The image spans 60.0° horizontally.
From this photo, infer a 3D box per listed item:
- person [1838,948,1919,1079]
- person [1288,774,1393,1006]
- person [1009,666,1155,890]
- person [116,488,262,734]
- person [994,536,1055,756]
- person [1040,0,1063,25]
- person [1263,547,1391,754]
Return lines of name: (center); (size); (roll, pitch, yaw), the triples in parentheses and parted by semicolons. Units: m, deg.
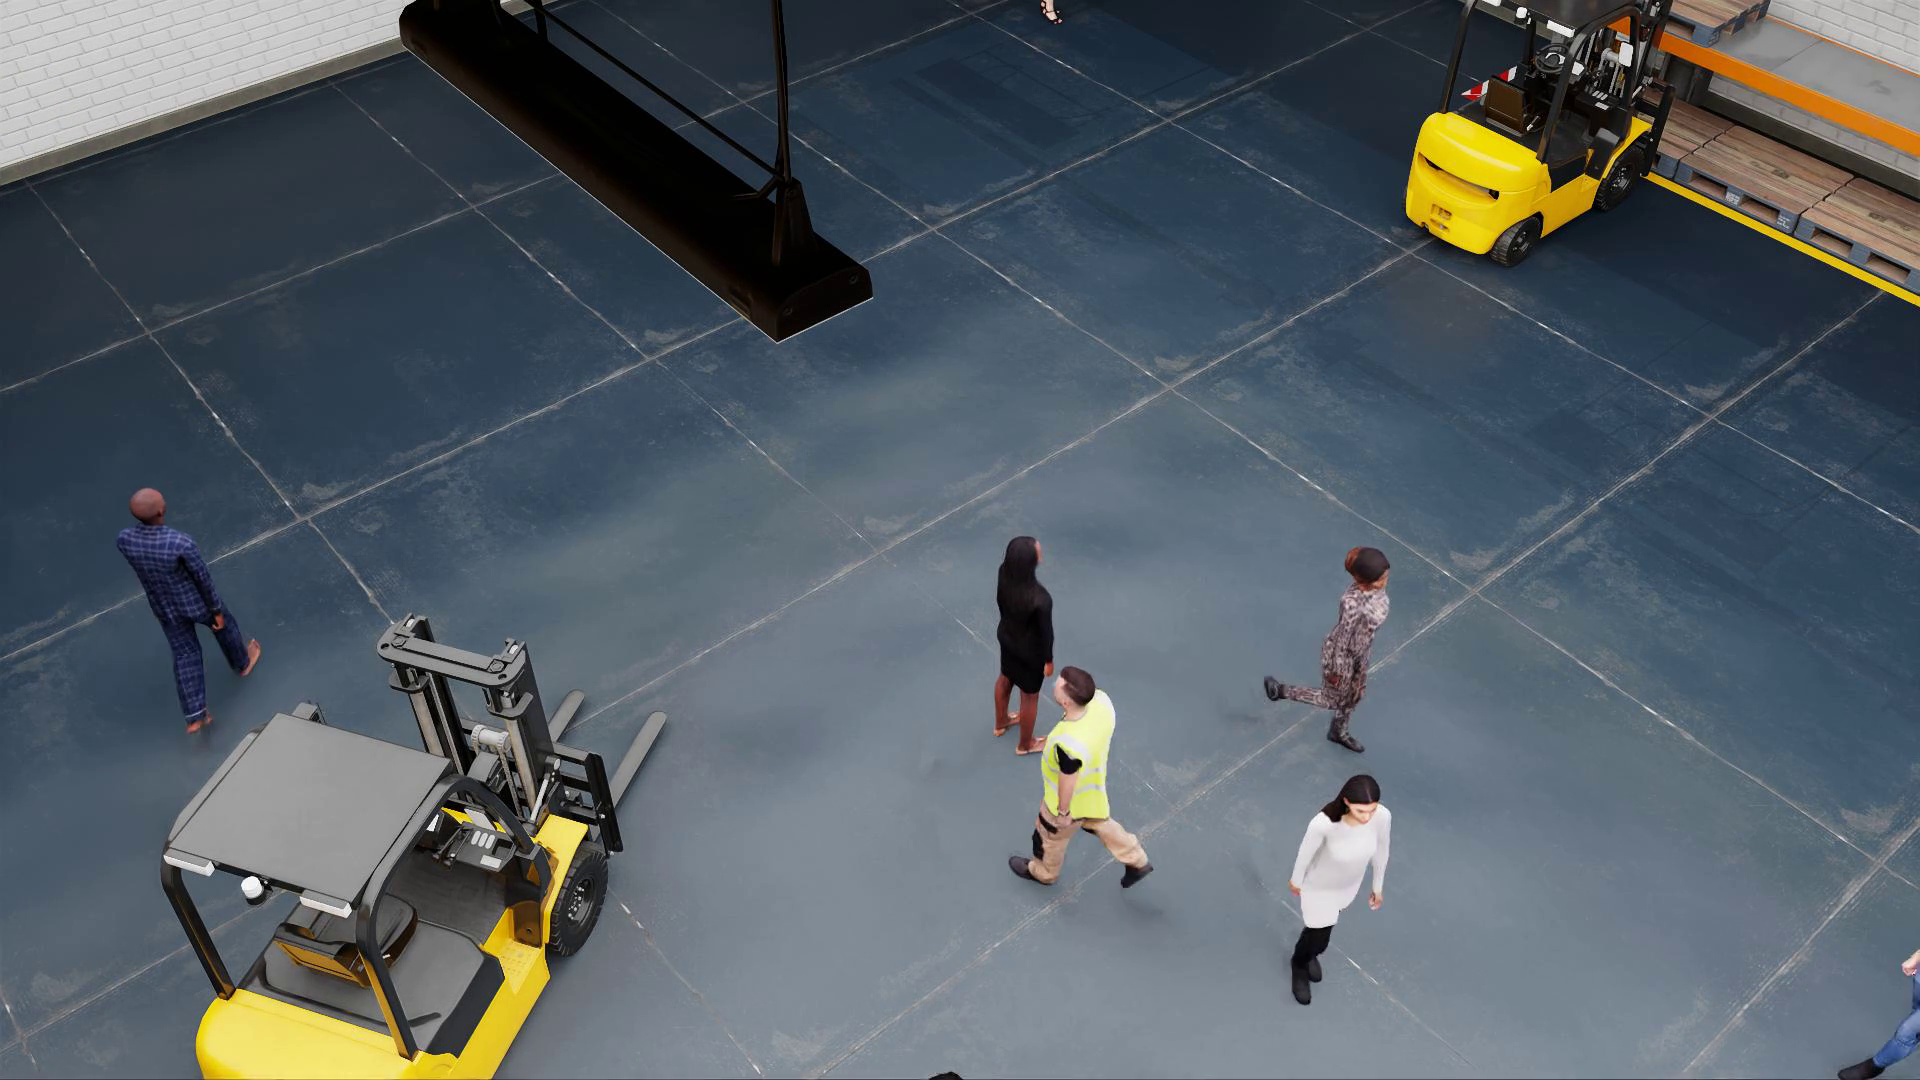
person: (5.116, 2.272, 8.504); (1.004, 1.607, 1.052); (-6, 44, -7)
person: (1.978, 1.748, 8.921); (0.722, 1.791, 0.750); (-11, 45, -12)
person: (0.707, 1.395, 9.268); (1.152, 1.823, 0.908); (22, 48, 22)
person: (-4.837, 0.440, 10.293); (1.067, 1.793, 1.208); (-3, 44, -3)
person: (0.387, 0.631, 10.145); (0.680, 1.720, 0.440); (-27, 50, -26)
person: (1.009, -6.293, 17.374); (0.865, 1.773, 0.795); (-1, 44, -1)
person: (2.284, 0.653, 10.136); (0.994, 1.701, 0.728); (24, 49, 23)
